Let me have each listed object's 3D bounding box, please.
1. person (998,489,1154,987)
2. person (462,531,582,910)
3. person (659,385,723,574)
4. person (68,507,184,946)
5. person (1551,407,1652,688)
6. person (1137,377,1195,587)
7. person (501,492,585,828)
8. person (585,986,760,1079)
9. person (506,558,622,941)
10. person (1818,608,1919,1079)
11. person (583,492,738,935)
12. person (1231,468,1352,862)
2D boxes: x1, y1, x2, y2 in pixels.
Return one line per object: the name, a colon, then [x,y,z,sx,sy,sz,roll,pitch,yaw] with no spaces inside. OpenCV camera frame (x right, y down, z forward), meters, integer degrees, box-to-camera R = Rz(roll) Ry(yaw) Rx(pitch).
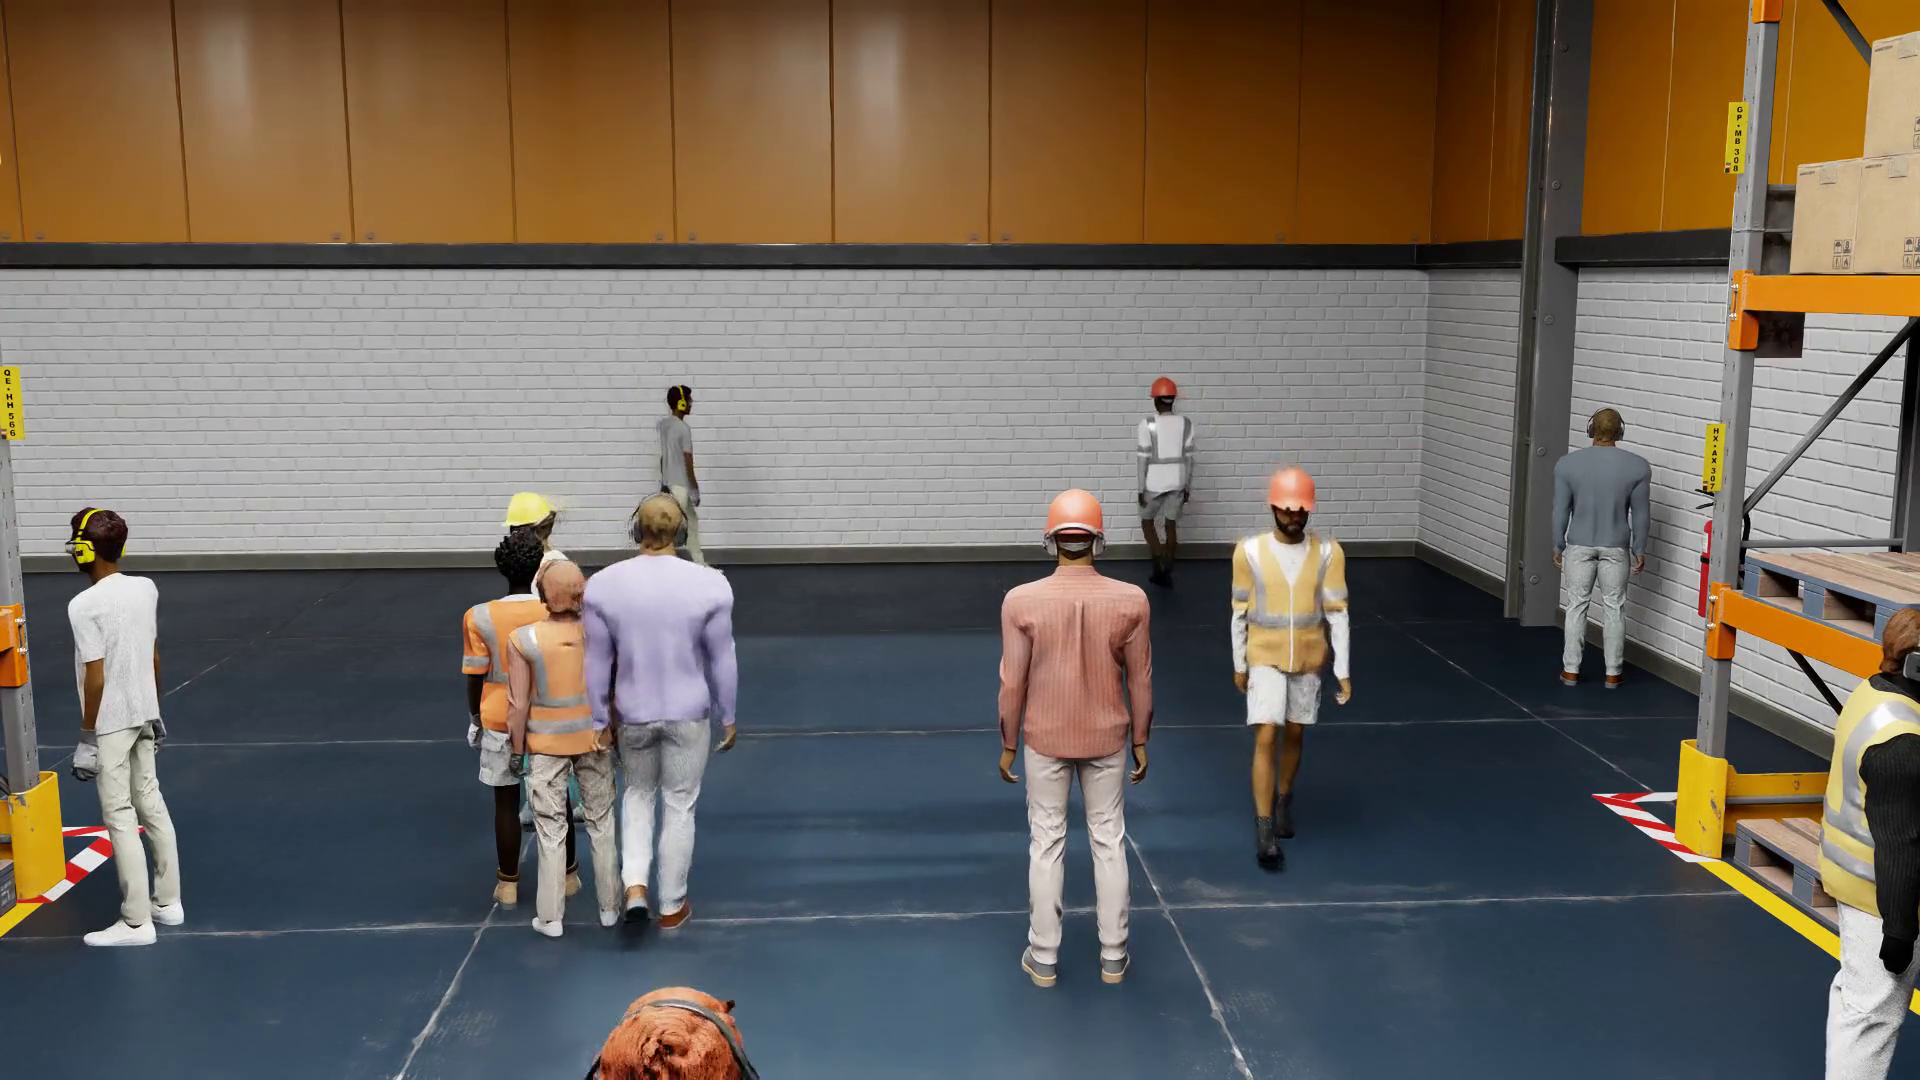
person: [0.457,0.789,6.654,0.623,1.989,0.400,-1,9,-4]
person: [-1.946,0.805,7.466,0.540,1.698,0.318,-3,10,-19]
person: [-2.619,-0.519,15.374,0.910,1.838,0.537,-6,11,-34]
person: [-3.564,0.792,7.042,0.309,1.863,0.535,1,9,8]
person: [4.391,0.054,11.434,0.635,1.938,0.359,3,10,20]
person: [1.856,-0.514,15.081,0.545,1.923,0.439,-2,9,-12]
person: [-2.124,0.627,8.457,0.625,1.736,0.593,1,9,6]
person: [-0.369,1.522,2.451,0.599,1.857,0.764,1,9,6]
person: [-1.673,0.892,7.119,0.525,1.637,0.307,-4,10,-26]
person: [2.918,1.104,5.194,0.430,1.836,0.619,4,10,23]
person: [-1.263,0.748,7.121,0.639,1.922,0.437,0,9,2]
person: [1.615,0.608,8.095,0.561,1.893,0.937,0,9,2]
